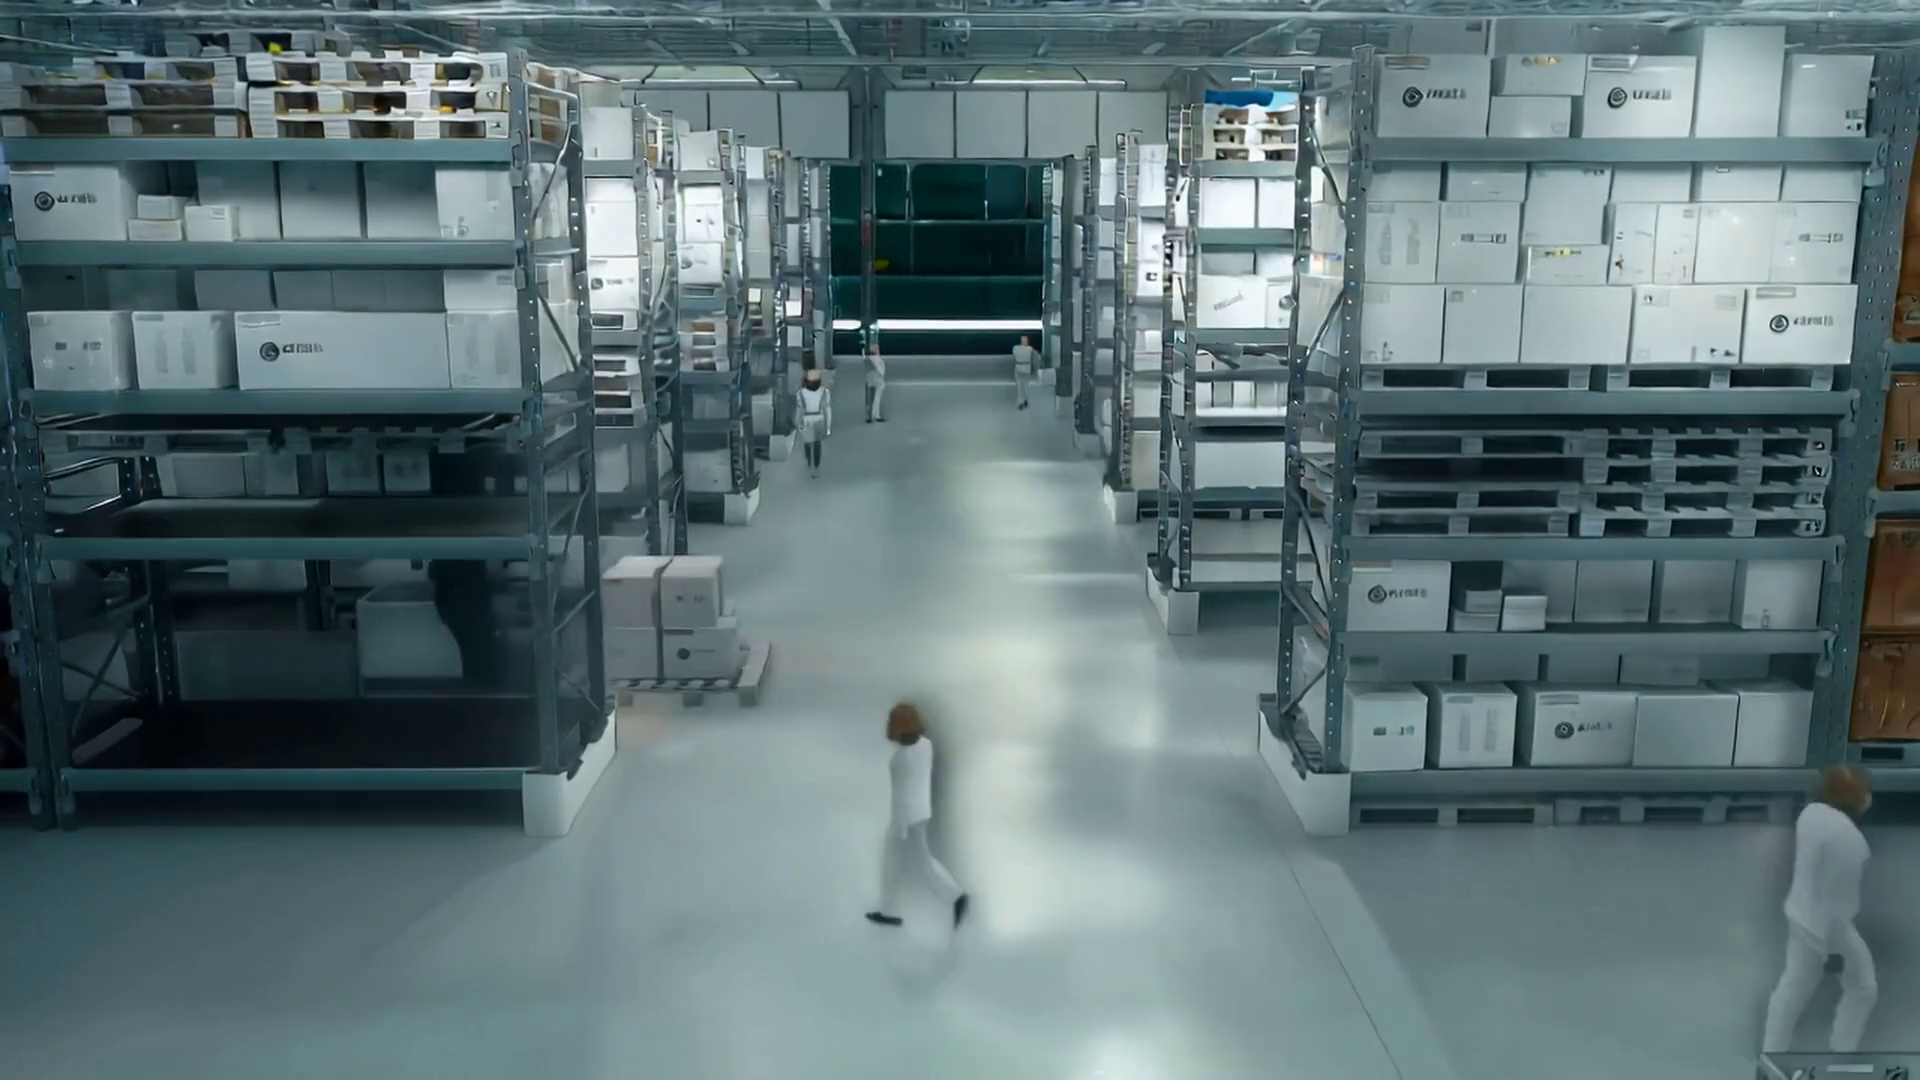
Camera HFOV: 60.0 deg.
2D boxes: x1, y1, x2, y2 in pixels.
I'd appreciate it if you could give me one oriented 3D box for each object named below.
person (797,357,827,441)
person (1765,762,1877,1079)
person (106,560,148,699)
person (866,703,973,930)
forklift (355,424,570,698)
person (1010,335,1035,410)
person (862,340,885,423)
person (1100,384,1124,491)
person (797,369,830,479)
[{"bbox_3d":[-3.049,-2.962,35.037,0.792,1.798,0.711,9,15,38],"label":"person"},{"bbox_3d":[4.956,2.169,9.354,0.773,1.909,0.658,0,11,2],"label":"person"},{"bbox_3d":[-8.288,0.831,16.521,0.318,1.700,0.535,-11,16,-43],"label":"person"},{"bbox_3d":[-0.283,1.911,11.401,0.706,1.602,0.494,7,14,33],"label":"person"},{"bbox_3d":[-5.060,0.183,16.795,1.873,2.768,1.129,0,11,-1],"label":"forklift"},{"bbox_3d":[1.530,-4.128,40.818,0.600,1.804,0.758,0,11,0],"label":"person"},{"bbox_3d":[-1.946,-3.645,38.195,0.404,1.904,0.649,9,15,38],"label":"person"},{"bbox_3d":[2.718,-1.796,29.016,0.565,1.905,0.560,-5,13,-24],"label":"person"},{"bbox_3d":[-2.655,-2.106,30.260,0.614,2.027,0.422,0,11,0],"label":"person"}]
